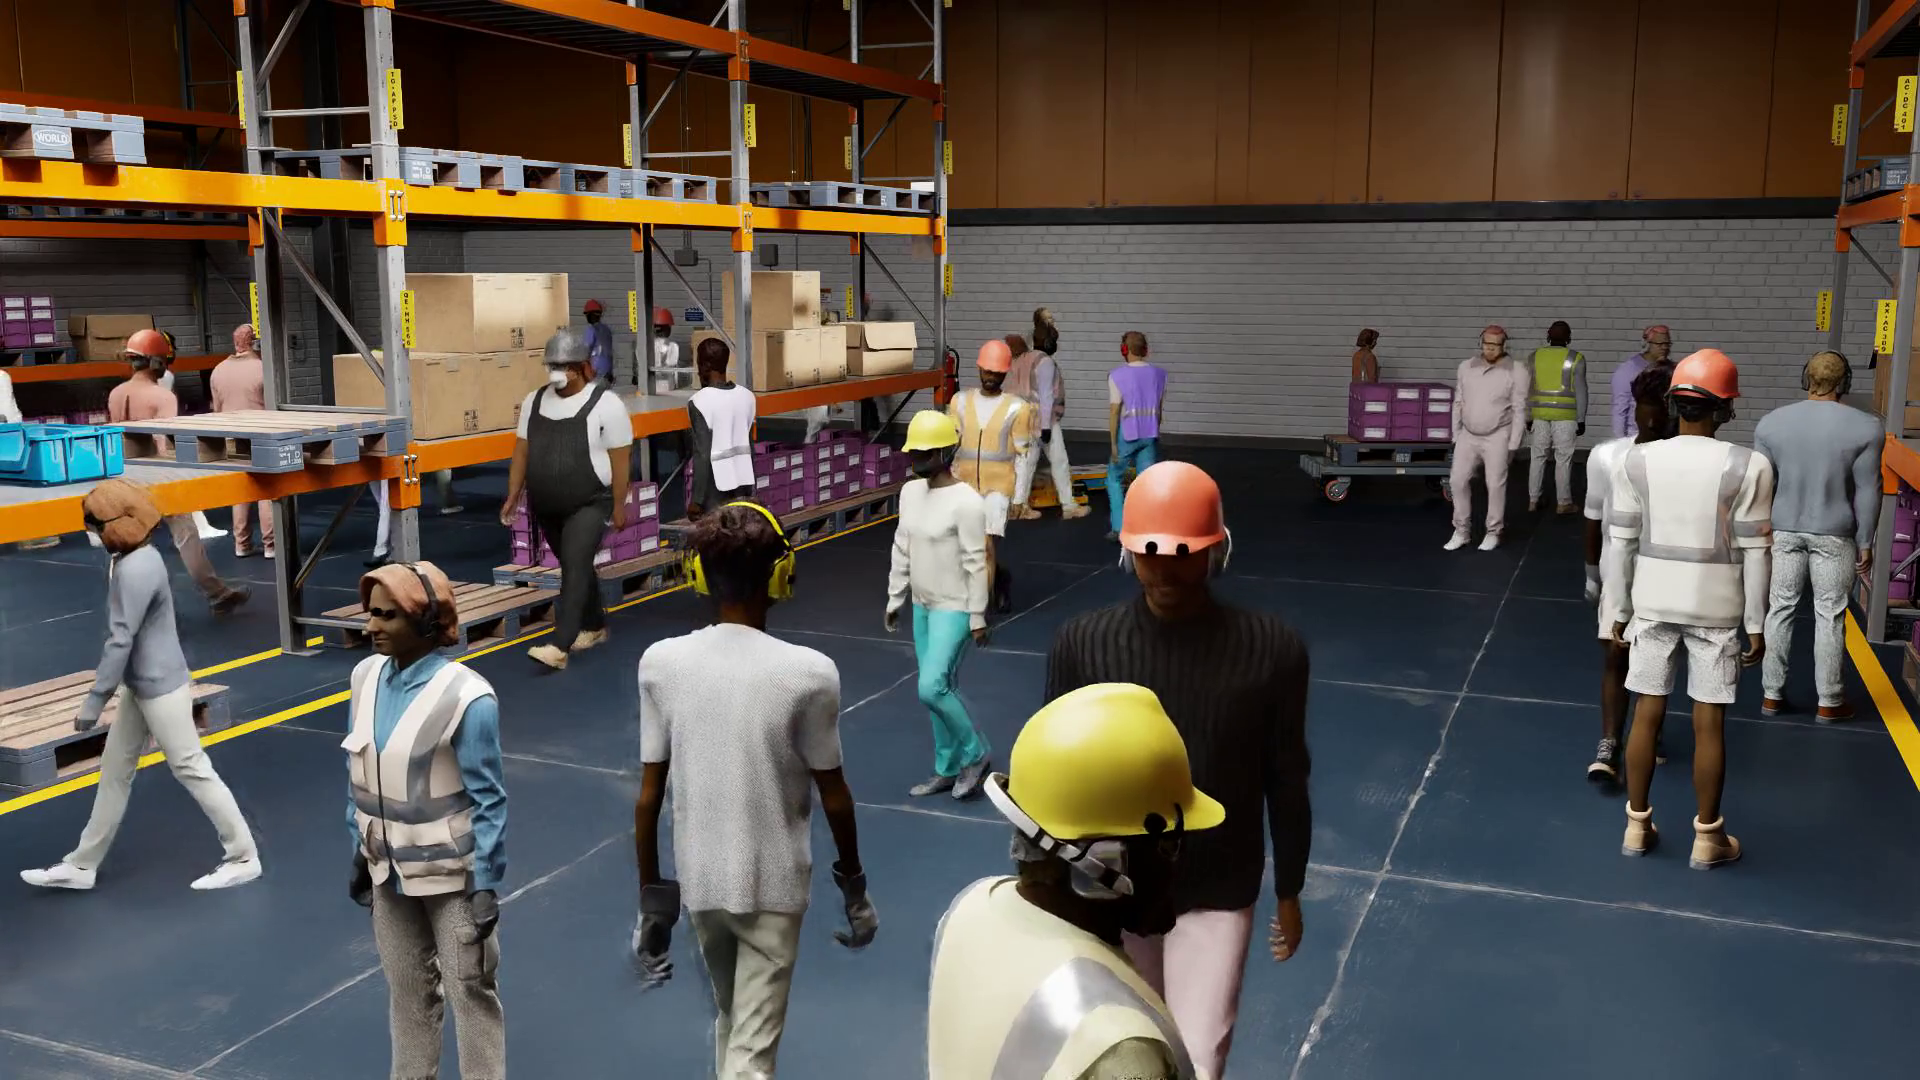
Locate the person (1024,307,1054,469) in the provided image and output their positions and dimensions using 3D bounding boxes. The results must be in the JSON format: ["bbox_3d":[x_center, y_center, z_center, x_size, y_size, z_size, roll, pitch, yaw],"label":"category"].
[{"bbox_3d":[0.890,-1.648,18.657,0.418,1.904,0.711,0,9,-1],"label":"person"}]

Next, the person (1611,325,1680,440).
[{"bbox_3d":[5.562,-0.779,13.408,0.640,1.900,0.401,-2,10,-12],"label":"person"}]

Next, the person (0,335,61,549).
[{"bbox_3d":[-7.912,-0.770,13.544,0.580,1.844,0.964,8,12,39],"label":"person"}]

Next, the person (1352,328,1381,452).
[{"bbox_3d":[4.723,-1.645,19.424,0.309,1.640,0.511,-2,10,-12],"label":"person"}]

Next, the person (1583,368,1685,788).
[{"bbox_3d":[3.163,0.172,7.616,0.636,1.897,1.021,5,11,28],"label":"person"}]

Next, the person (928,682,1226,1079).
[{"bbox_3d":[0.162,1.093,2.288,0.404,1.827,0.603,-3,10,-17],"label":"person"}]

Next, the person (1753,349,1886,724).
[{"bbox_3d":[4.439,-0.019,8.664,0.629,1.940,0.378,9,13,42],"label":"person"}]

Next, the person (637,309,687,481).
[{"bbox_3d":[-3.296,-1.617,18.509,0.567,1.881,0.978,5,11,30],"label":"person"}]

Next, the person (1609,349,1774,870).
[{"bbox_3d":[2.878,0.273,6.577,0.605,2.045,0.379,8,12,39],"label":"person"}]

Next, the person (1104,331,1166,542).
[{"bbox_3d":[1.459,-0.851,14.067,0.566,1.820,0.558,-4,10,-22],"label":"person"}]

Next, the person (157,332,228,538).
[{"bbox_3d":[-6.832,-0.860,14.163,0.535,1.821,0.975,6,11,31],"label":"person"}]

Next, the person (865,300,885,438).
[{"bbox_3d":[-1.300,-2.362,22.848,0.444,1.953,0.700,5,11,28],"label":"person"}]

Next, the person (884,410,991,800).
[{"bbox_3d":[-0.099,0.302,7.307,0.389,1.753,0.524,-6,11,-34],"label":"person"}]

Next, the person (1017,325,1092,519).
[{"bbox_3d":[0.862,-1.088,15.530,0.852,1.807,0.644,-3,10,-19],"label":"person"}]

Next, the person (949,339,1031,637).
[{"bbox_3d":[0.202,-0.365,10.872,0.566,1.907,0.840,3,10,20],"label":"person"}]

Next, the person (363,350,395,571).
[{"bbox_3d":[-4.523,-0.613,12.949,0.534,1.713,0.937,1,9,8],"label":"person"}]

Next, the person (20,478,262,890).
[{"bbox_3d":[-3.069,0.562,6.197,0.823,1.588,0.498,-5,11,-28],"label":"person"}]

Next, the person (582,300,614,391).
[{"bbox_3d":[-5.034,-2.311,22.671,0.945,1.889,0.576,2,10,10],"label":"person"}]

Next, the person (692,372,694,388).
[{"bbox_3d":[-2.302,-1.142,16.118,0.499,1.711,0.728,4,10,23],"label":"person"}]

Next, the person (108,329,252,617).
[{"bbox_3d":[-5.185,-0.394,10.884,0.634,1.942,1.021,4,10,25],"label":"person"}]

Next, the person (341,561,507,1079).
[{"bbox_3d":[-1.362,0.858,4.254,0.516,1.641,0.313,6,11,31],"label":"person"}]

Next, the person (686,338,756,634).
[{"bbox_3d":[-1.498,-0.320,10.558,0.372,1.914,0.597,5,11,29],"label":"person"}]

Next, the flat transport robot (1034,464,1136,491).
[{"bbox_3d":[1.346,-0.649,17.526,1.431,0.197,0.652,-6,11,-31],"label":"flat transport robot"}]

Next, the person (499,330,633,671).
[{"bbox_3d":[-2.356,-0.275,9.907,0.703,2.000,1.035,4,10,23],"label":"person"}]

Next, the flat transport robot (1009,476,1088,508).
[{"bbox_3d":[0.612,-0.523,16.758,0.652,0.197,1.431,-6,11,-31],"label":"flat transport robot"}]

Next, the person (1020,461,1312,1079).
[{"bbox_3d":[0.454,0.783,3.801,0.651,1.932,1.044,3,10,16],"label":"person"}]

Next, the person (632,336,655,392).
[{"bbox_3d":[-4.420,-2.318,23.512,0.307,1.637,0.512,7,12,38],"label":"person"}]

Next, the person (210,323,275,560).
[{"bbox_3d":[-5.671,-0.785,13.409,0.647,1.907,0.408,3,10,19],"label":"person"}]

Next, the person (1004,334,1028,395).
[{"bbox_3d":[0.632,-1.471,18.450,0.398,1.613,0.497,-2,10,-11],"label":"person"}]

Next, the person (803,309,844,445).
[{"bbox_3d":[-1.461,-1.532,17.948,0.759,1.904,0.669,-7,12,-36],"label":"person"}]

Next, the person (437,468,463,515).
[{"bbox_3d":[-5.027,-1.125,15.524,0.596,1.888,0.939,3,10,17],"label":"person"}]

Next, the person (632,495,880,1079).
[{"bbox_3d":[-0.455,0.812,3.907,0.499,1.840,0.881,4,10,22],"label":"person"}]

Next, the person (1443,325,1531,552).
[{"bbox_3d":[4.296,-0.819,13.680,0.658,1.878,0.707,8,12,40],"label":"person"}]

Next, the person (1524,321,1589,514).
[{"bbox_3d":[5.722,-1.175,15.963,0.633,1.843,0.429,9,13,44],"label":"person"}]
